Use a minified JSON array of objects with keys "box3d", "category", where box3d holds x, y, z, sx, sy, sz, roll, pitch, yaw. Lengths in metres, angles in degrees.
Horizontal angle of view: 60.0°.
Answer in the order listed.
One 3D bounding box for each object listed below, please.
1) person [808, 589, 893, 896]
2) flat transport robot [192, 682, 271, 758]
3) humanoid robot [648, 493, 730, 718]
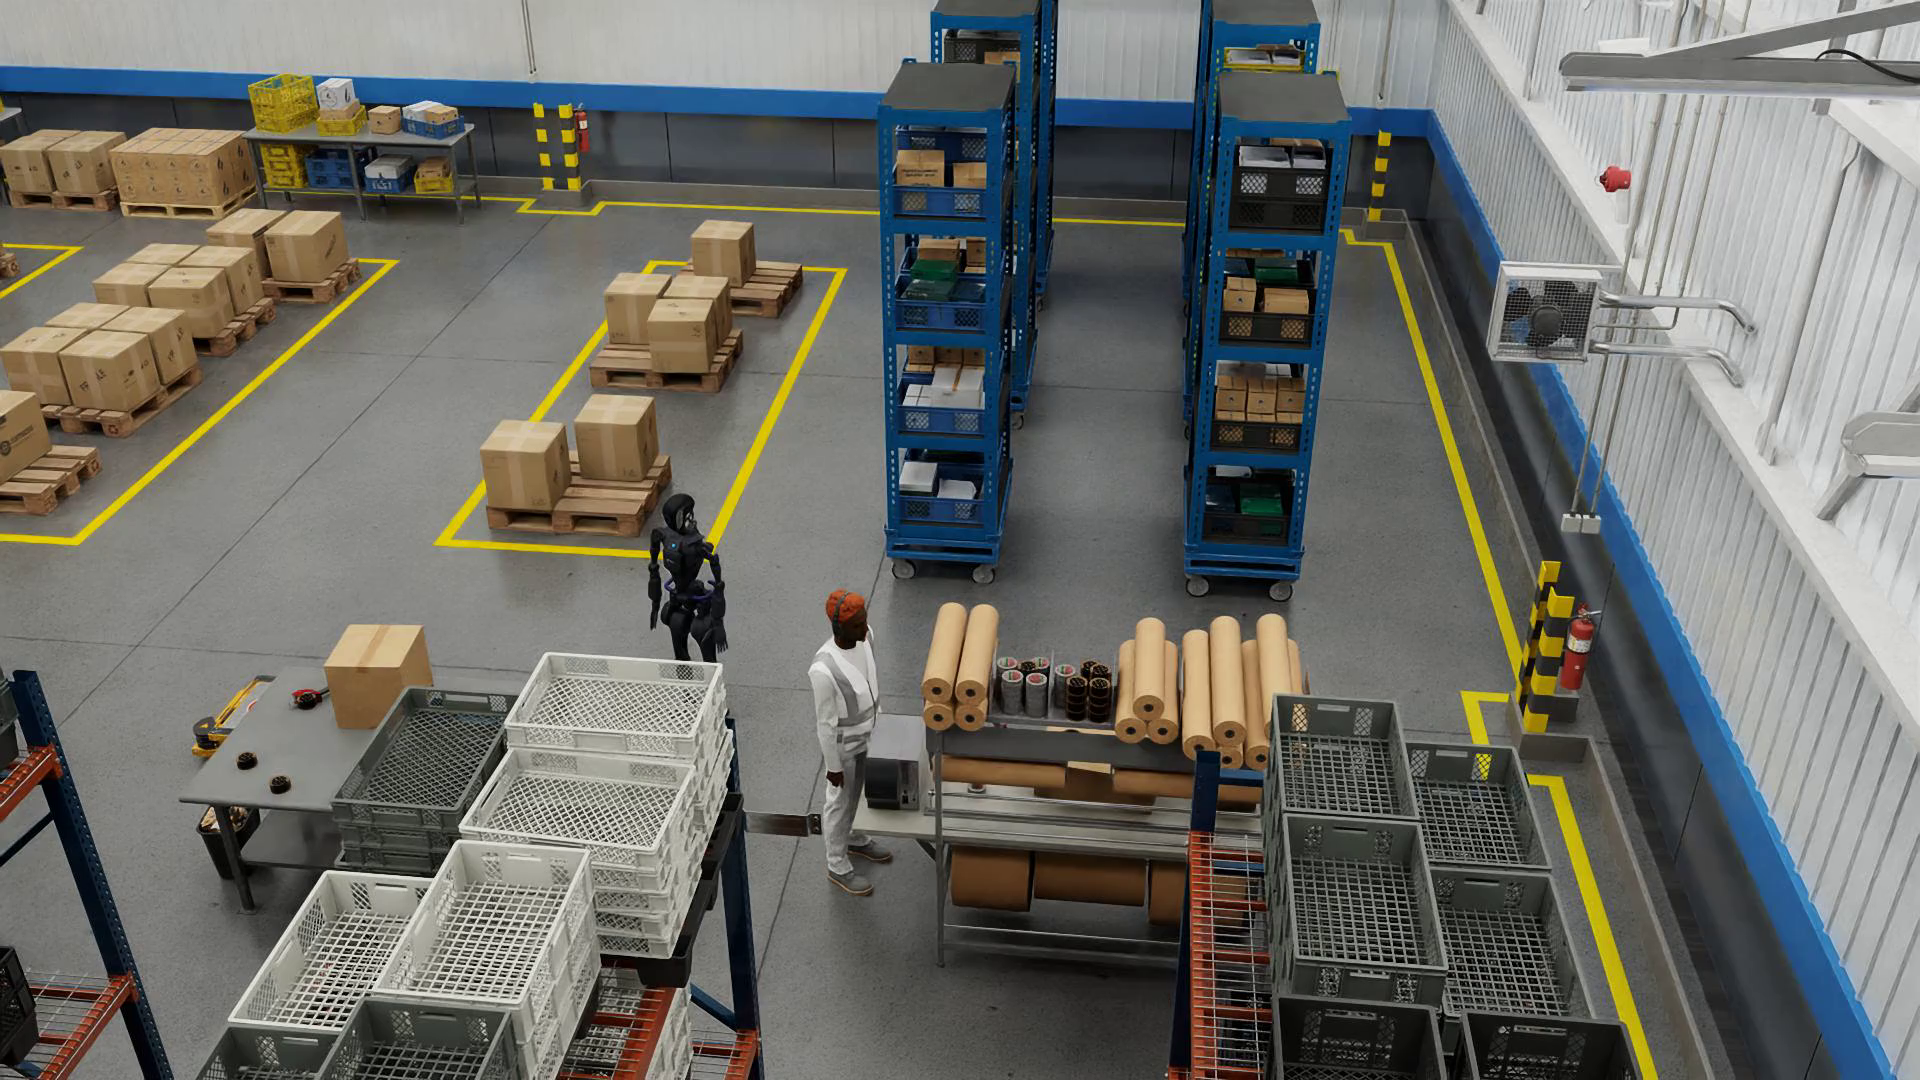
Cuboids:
[{"box3d":[-0.599,1.098,9.184,0.356,1.882,0.574,11,32,18],"category":"person"},{"box3d":[-4.089,1.163,10.648,1.431,0.197,0.652,3,30,6],"category":"flat transport robot"},{"box3d":[-1.705,0.450,10.487,0.608,1.657,0.313,15,33,24],"category":"humanoid robot"}]
